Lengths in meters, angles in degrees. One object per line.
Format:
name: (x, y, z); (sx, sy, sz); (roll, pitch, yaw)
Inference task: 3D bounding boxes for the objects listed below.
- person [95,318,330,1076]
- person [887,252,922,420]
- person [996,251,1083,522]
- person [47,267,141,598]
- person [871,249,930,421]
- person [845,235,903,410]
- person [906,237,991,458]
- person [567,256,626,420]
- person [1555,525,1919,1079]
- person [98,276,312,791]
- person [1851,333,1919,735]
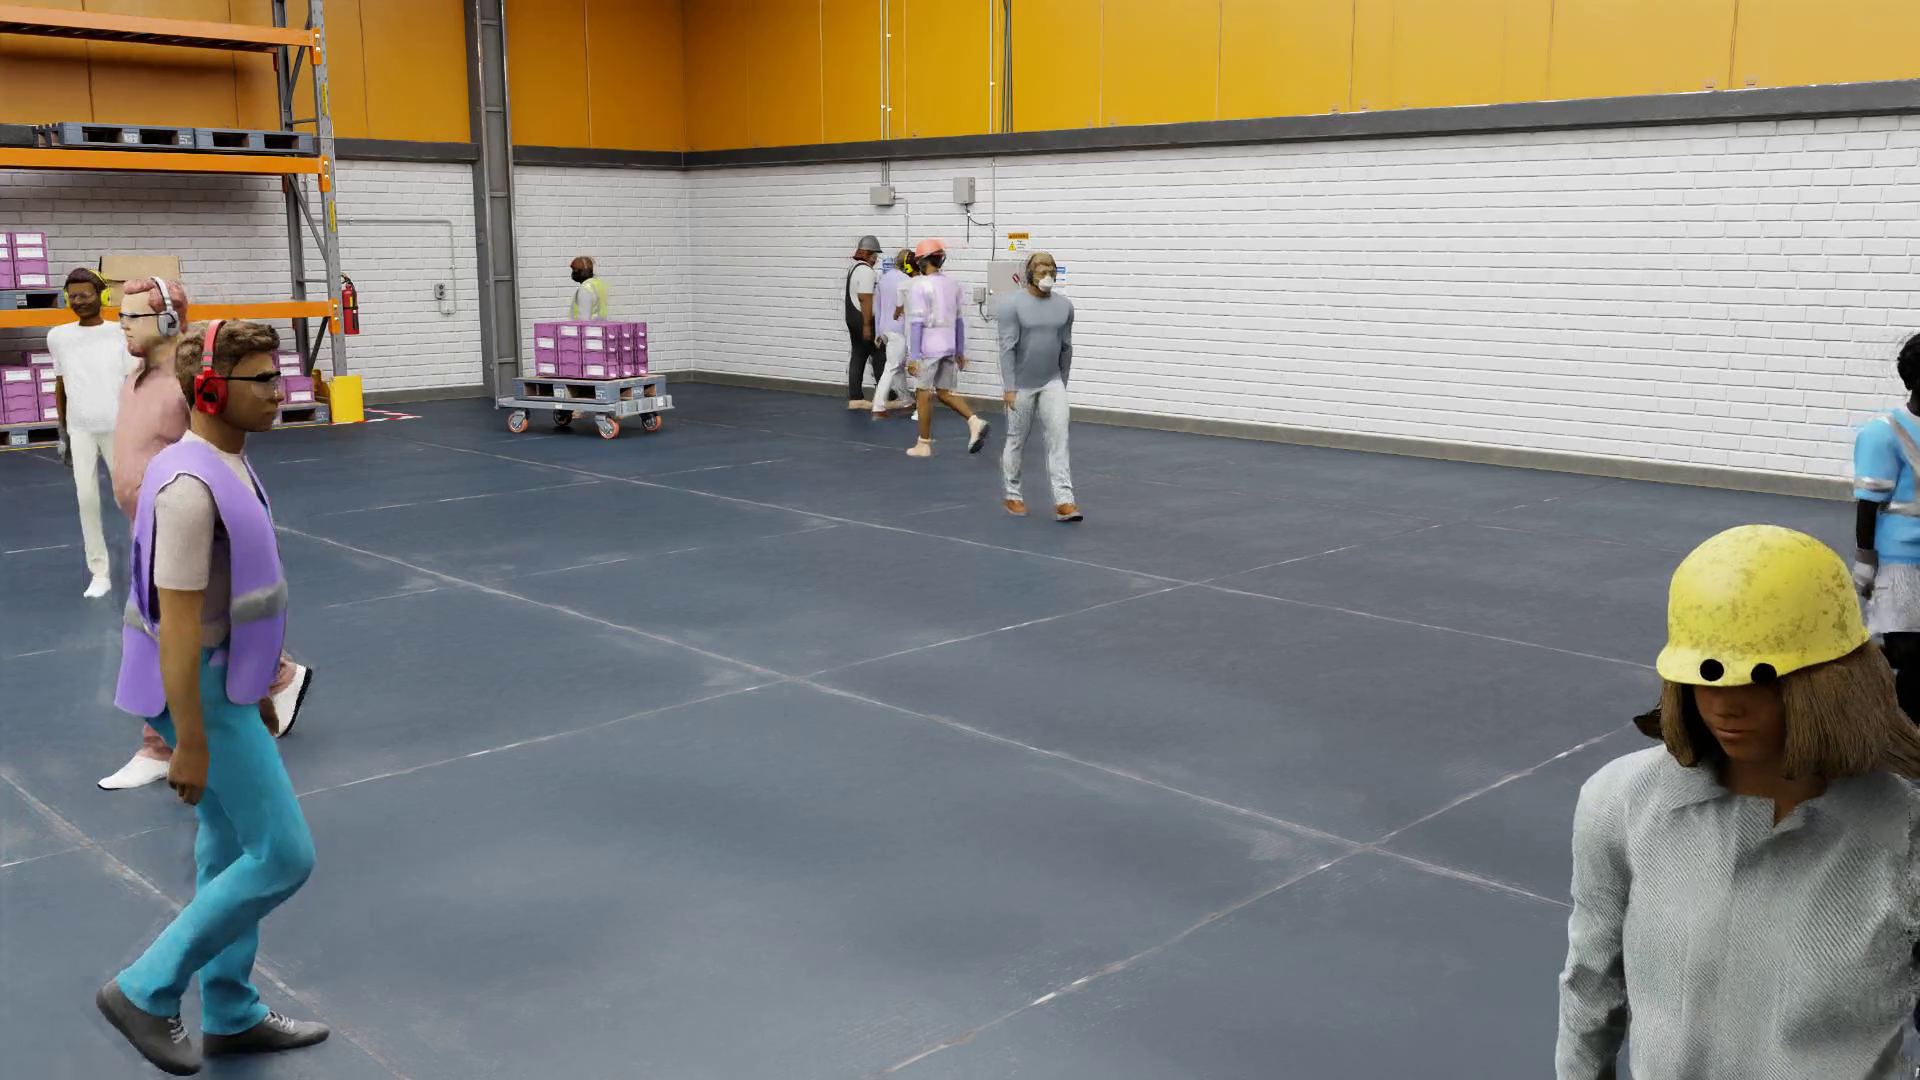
person: (-1.772, 0.394, 3.960); (0.456, 1.833, 0.565); (-4, 11, -20)
person: (-0.519, -2.228, 18.270); (0.511, 1.830, 0.689); (-7, 12, -33)
person: (0.577, -1.065, 11.740); (0.650, 1.901, 0.947); (-4, 11, -23)
person: (-4.905, -0.630, 9.548); (0.518, 1.840, 0.771); (-2, 11, -10)
person: (-0.663, -2.258, 18.341); (0.882, 1.873, 0.646); (-7, 12, -33)
person: (-0.958, -2.529, 19.335); (0.759, 2.000, 0.706); (-3, 11, -18)
person: (-0.146, -1.714, 14.981); (0.743, 2.013, 0.648); (9, 14, 41)
person: (-4.010, -2.202, 18.229); (0.897, 1.805, 0.620); (0, 10, 2)
person: (1.055, 0.792, 2.142); (0.521, 1.705, 0.764); (10, 14, 43)
person: (-2.901, -0.056, 6.307); (0.651, 1.879, 0.846); (9, 14, 41)
person: (3.510, 0.057, 6.194); (0.540, 1.683, 0.458); (-5, 11, -25)
